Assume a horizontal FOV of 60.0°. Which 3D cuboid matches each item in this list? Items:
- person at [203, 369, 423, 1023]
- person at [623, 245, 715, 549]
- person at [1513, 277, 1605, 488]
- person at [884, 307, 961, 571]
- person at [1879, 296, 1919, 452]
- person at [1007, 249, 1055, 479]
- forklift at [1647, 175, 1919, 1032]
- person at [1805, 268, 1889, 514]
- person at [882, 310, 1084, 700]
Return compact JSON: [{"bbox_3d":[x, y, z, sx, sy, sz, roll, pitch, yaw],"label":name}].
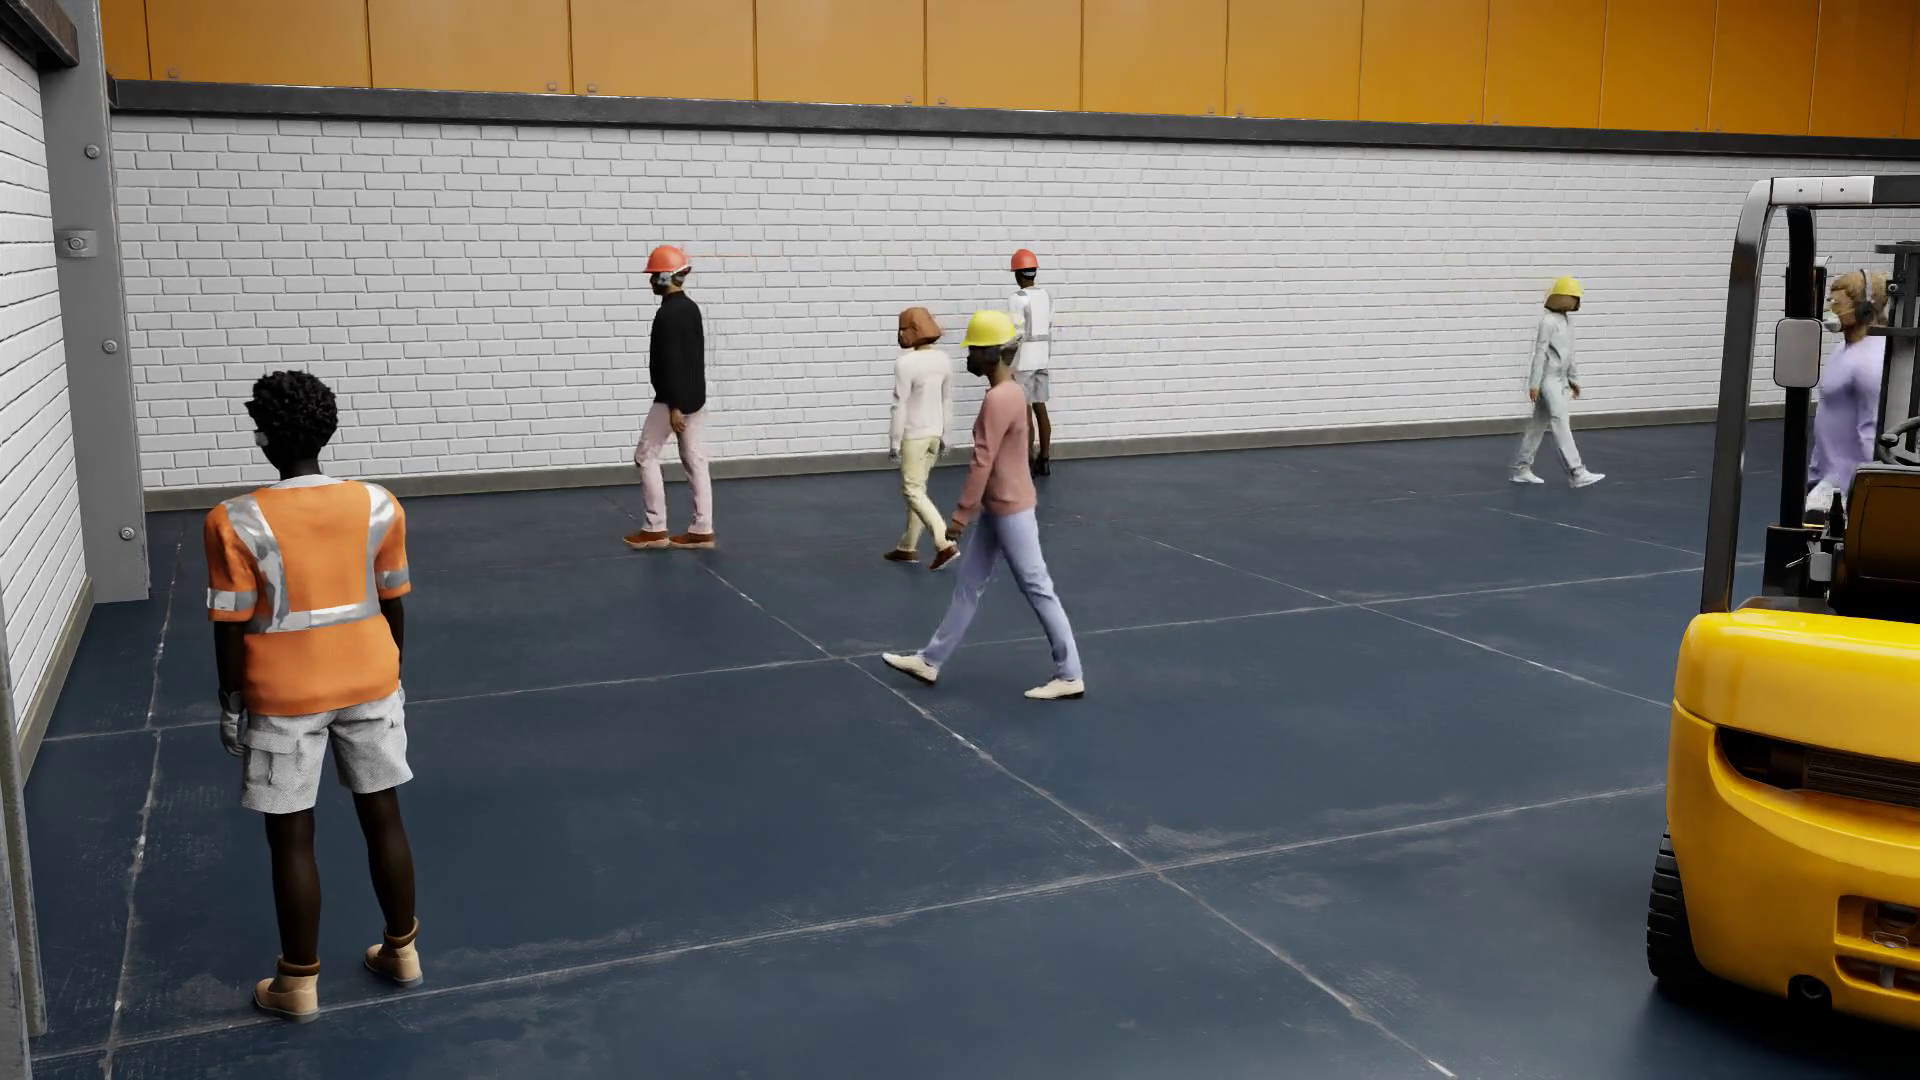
[{"bbox_3d":[-1.678,0.403,4.356,0.532,1.691,0.322,-10,14,-44],"label":"person"},{"bbox_3d":[-1.934,-0.919,10.837,0.723,1.969,0.645,3,11,15],"label":"person"},{"bbox_3d":[4.925,-1.270,13.522,0.879,1.695,0.504,9,14,40],"label":"person"},{"bbox_3d":[-0.239,-0.618,10.191,0.674,1.615,0.512,7,13,36],"label":"person"},{"bbox_3d":[8.845,-1.771,15.362,0.696,2.000,1.059,0,10,2],"label":"person"},{"bbox_3d":[0.559,-1.482,14.062,0.376,1.934,0.547,9,13,40],"label":"person"},{"bbox_3d":[2.810,0.094,4.662,1.214,2.155,2.313,7,12,34],"label":"forklift"},{"bbox_3d":[3.961,-0.233,7.284,0.960,1.905,0.632,4,11,22],"label":"person"},{"bbox_3d":[0.122,-0.139,7.291,0.943,1.708,0.530,1,10,4],"label":"person"}]
